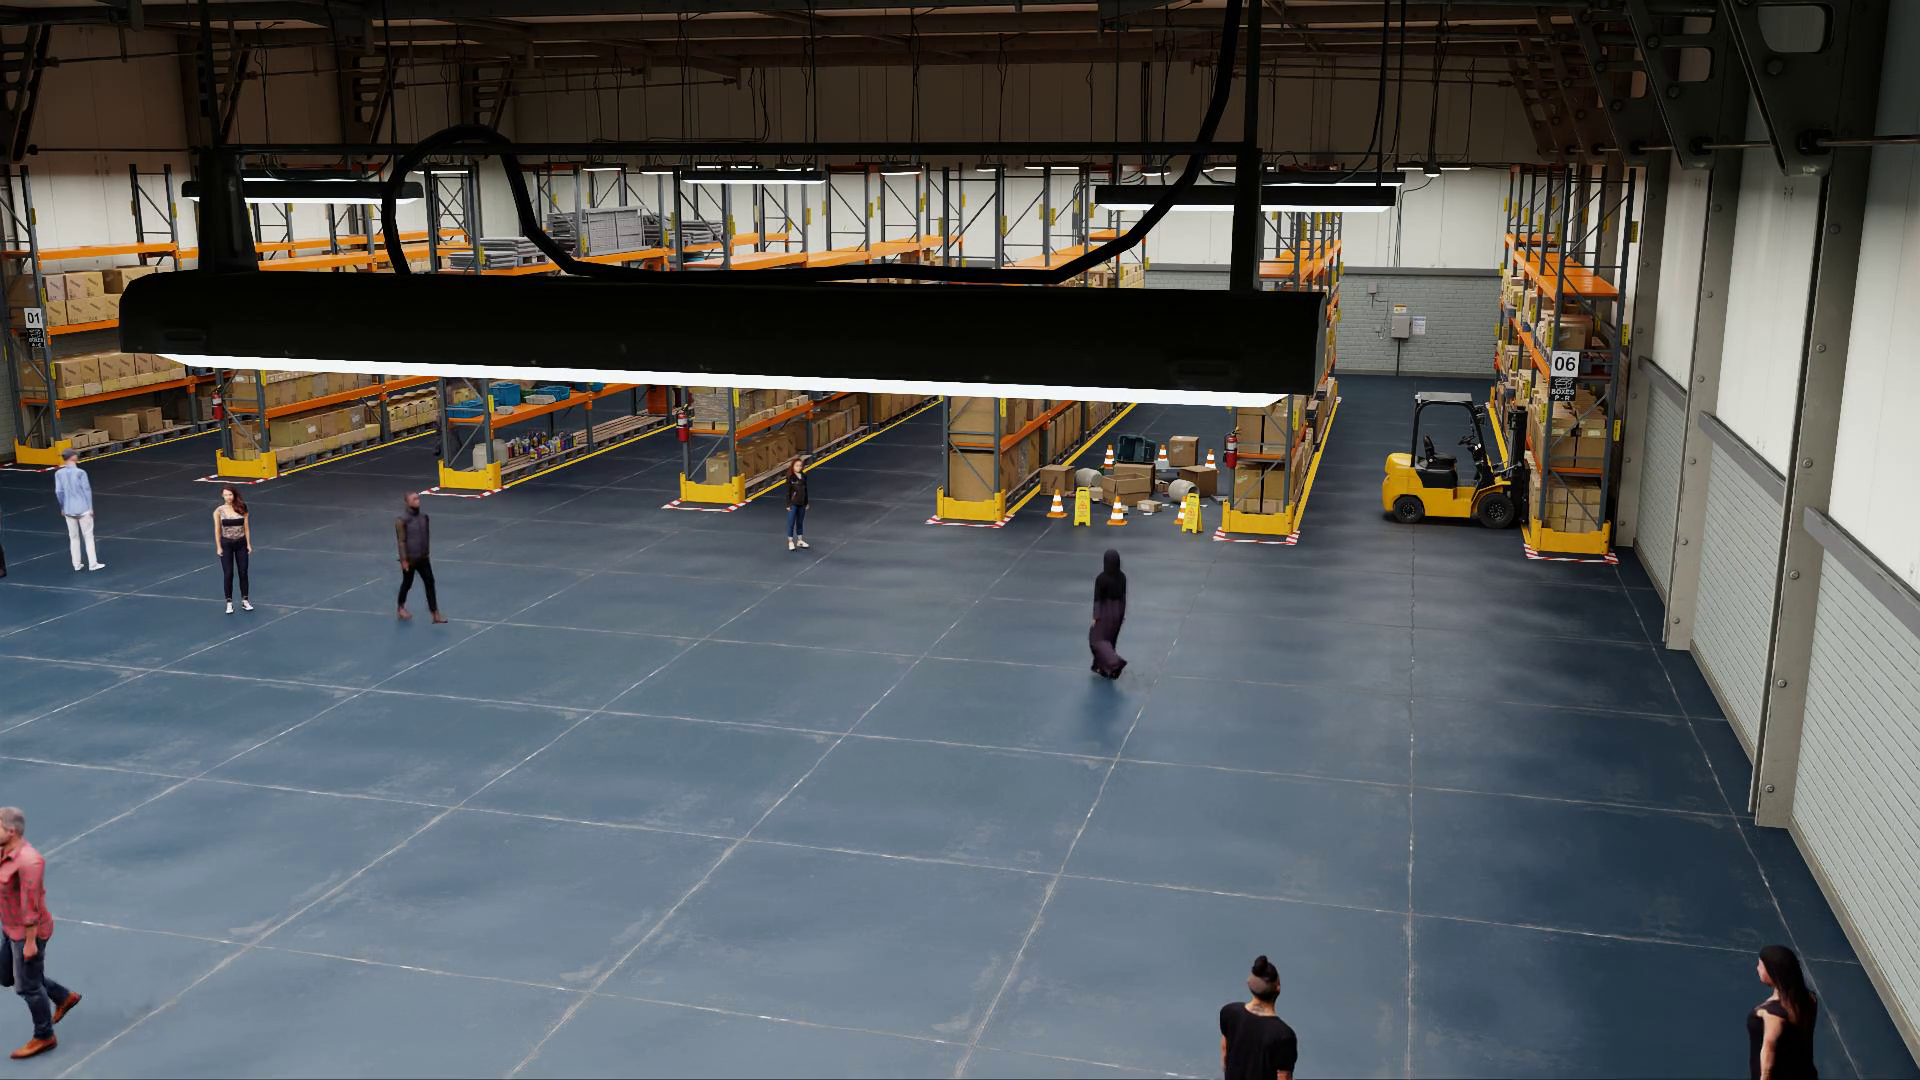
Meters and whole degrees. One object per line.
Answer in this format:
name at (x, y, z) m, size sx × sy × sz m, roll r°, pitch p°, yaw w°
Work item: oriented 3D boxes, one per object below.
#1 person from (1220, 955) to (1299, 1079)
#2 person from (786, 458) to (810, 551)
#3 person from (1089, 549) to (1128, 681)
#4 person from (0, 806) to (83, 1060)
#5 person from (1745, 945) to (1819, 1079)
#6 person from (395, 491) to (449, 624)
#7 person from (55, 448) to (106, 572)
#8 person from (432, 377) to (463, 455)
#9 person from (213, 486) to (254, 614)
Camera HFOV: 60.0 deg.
person at (1.617, 3.242, 9.401) m, size 1.060 × 1.822 × 1.319 m, roll 11°, pitch 17°, yaw 41°
person at (-2.632, -0.605, 26.761) m, size 0.619 × 1.484 × 0.704 m, roll -10°, pitch 16°, yaw -36°
person at (1.804, 0.915, 19.939) m, size 0.932 × 1.601 × 0.986 m, roll -8°, pitch 15°, yaw -30°
person at (-6.474, 2.714, 11.691) m, size 0.872 × 1.817 × 0.931 m, roll 13°, pitch 18°, yaw 43°
person at (4.916, 3.235, 9.744) m, size 1.047 × 1.682 × 1.045 m, roll -10°, pitch 17°, yaw -38°
person at (-7.392, 0.254, 22.376) m, size 1.037 × 1.789 × 1.237 m, roll 8°, pitch 15°, yaw 32°
person at (-13.411, -0.465, 25.269) m, size 0.703 × 1.885 × 0.656 m, roll 0°, pitch 13°, yaw 2°
person at (-10.813, -2.647, 35.161) m, size 0.564 × 1.673 × 1.134 m, roll 4°, pitch 13°, yaw 15°
person at (-10.064, 0.112, 23.035) m, size 0.674 × 1.770 × 0.749 m, roll -9°, pitch 16°, yaw -33°
